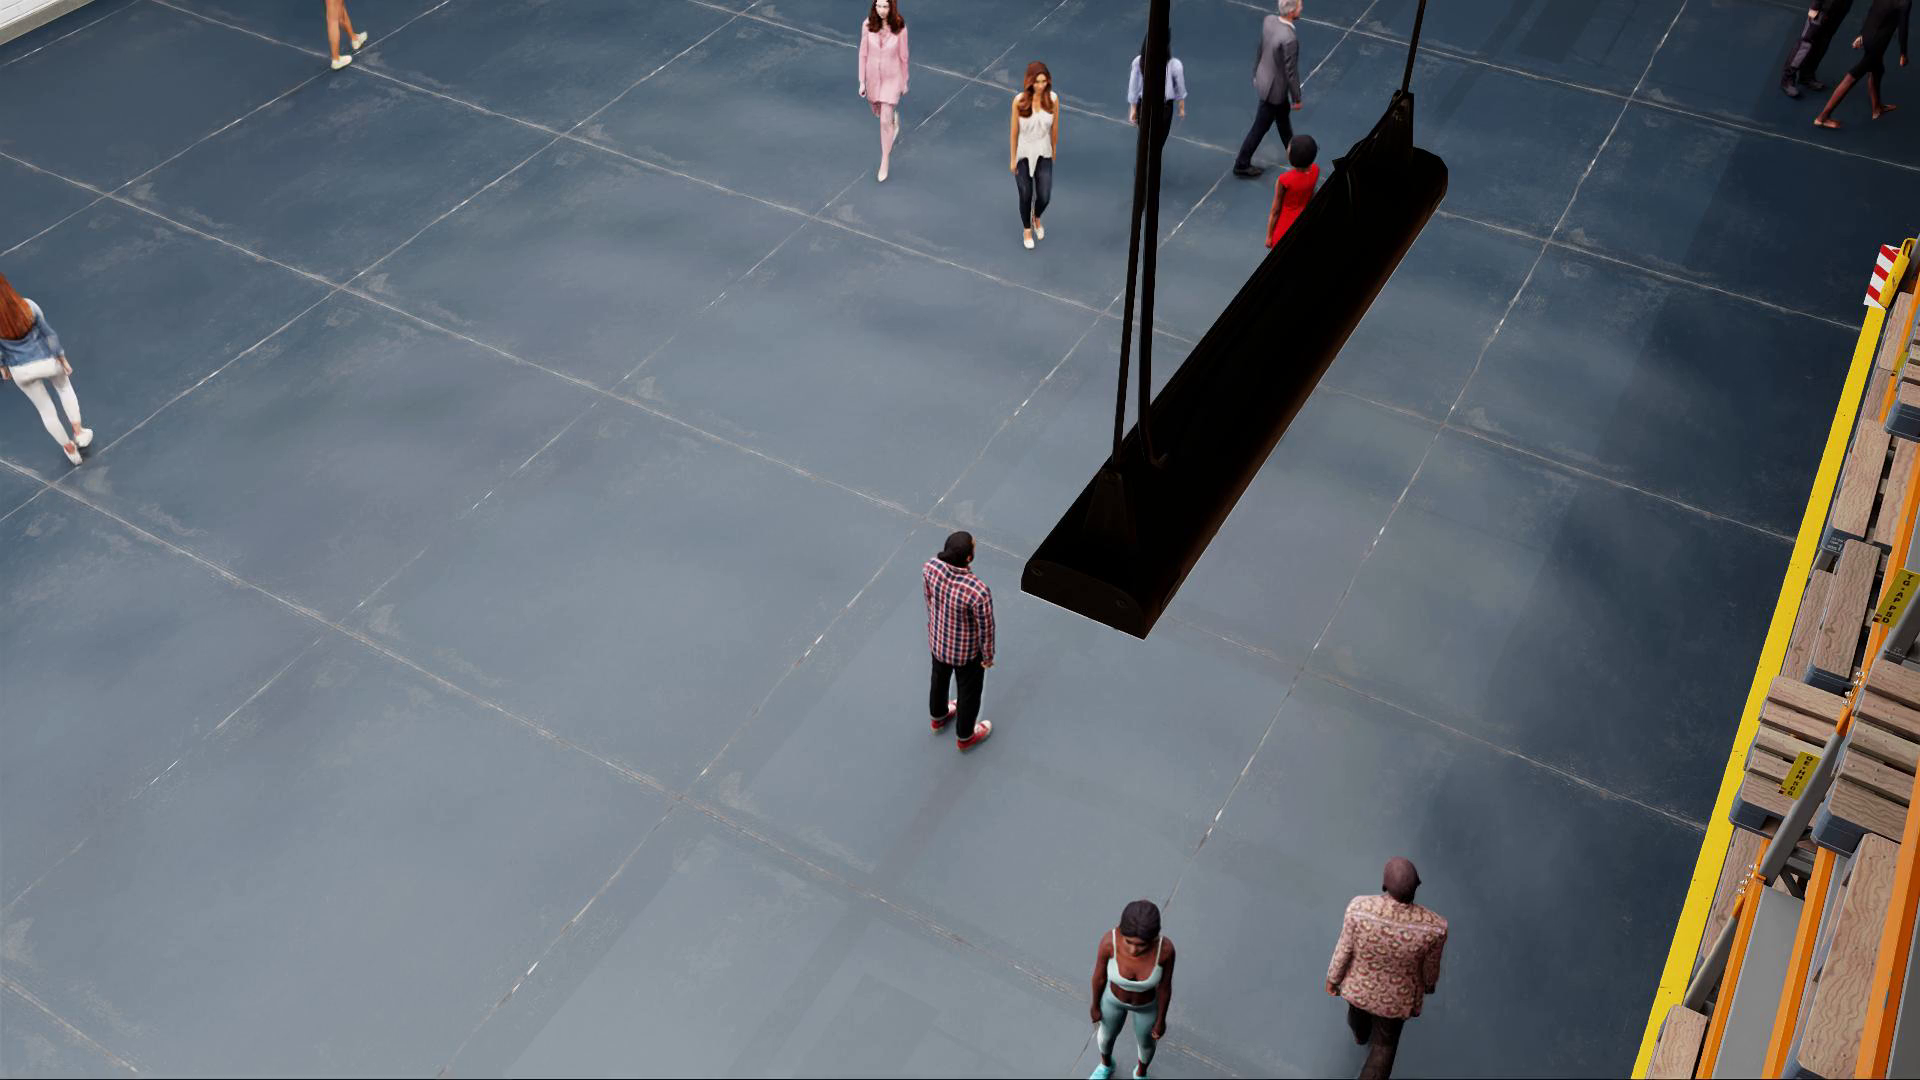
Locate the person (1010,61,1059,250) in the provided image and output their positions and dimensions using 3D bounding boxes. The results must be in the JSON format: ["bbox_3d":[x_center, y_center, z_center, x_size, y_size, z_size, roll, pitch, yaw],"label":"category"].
[{"bbox_3d":[0.616,-3.397,14.504,0.710,1.774,0.757,-5,44,-5],"label":"person"}]

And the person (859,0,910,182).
[{"bbox_3d":[-0.692,-4.294,15.447,0.794,1.772,1.174,11,45,11],"label":"person"}]

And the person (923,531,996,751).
[{"bbox_3d":[-0.021,0.609,10.310,0.695,1.759,0.620,27,50,25],"label":"person"}]

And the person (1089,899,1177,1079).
[{"bbox_3d":[0.878,2.358,8.499,0.618,1.724,0.619,8,44,8],"label":"person"}]

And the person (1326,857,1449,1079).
[{"bbox_3d":[2.140,2.330,8.485,0.811,1.784,1.211,16,46,16],"label":"person"}]

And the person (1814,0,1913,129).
[{"bbox_3d":[8.681,-4.727,15.963,1.033,1.688,1.104,2,44,2],"label":"person"}]

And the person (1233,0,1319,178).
[{"bbox_3d":[2.807,-4.145,15.266,1.231,1.806,1.185,-9,44,-10],"label":"person"}]

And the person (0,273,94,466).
[{"bbox_3d":[-6.820,-1.227,12.287,0.712,1.690,0.810,-20,47,-20],"label":"person"}]

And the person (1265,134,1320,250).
[{"bbox_3d":[2.723,-2.521,13.609,0.600,1.740,0.700,-22,48,-21],"label":"person"}]

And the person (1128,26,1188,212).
[{"bbox_3d":[1.712,-3.757,14.922,0.723,1.719,0.940,18,46,18],"label":"person"}]

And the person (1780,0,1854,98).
[{"bbox_3d":[8.618,-5.322,16.479,0.740,1.837,0.856,-18,46,-18],"label":"person"}]

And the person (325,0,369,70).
[{"bbox_3d":[-6.473,-5.618,16.838,0.656,1.769,0.929,16,46,16],"label":"person"}]
